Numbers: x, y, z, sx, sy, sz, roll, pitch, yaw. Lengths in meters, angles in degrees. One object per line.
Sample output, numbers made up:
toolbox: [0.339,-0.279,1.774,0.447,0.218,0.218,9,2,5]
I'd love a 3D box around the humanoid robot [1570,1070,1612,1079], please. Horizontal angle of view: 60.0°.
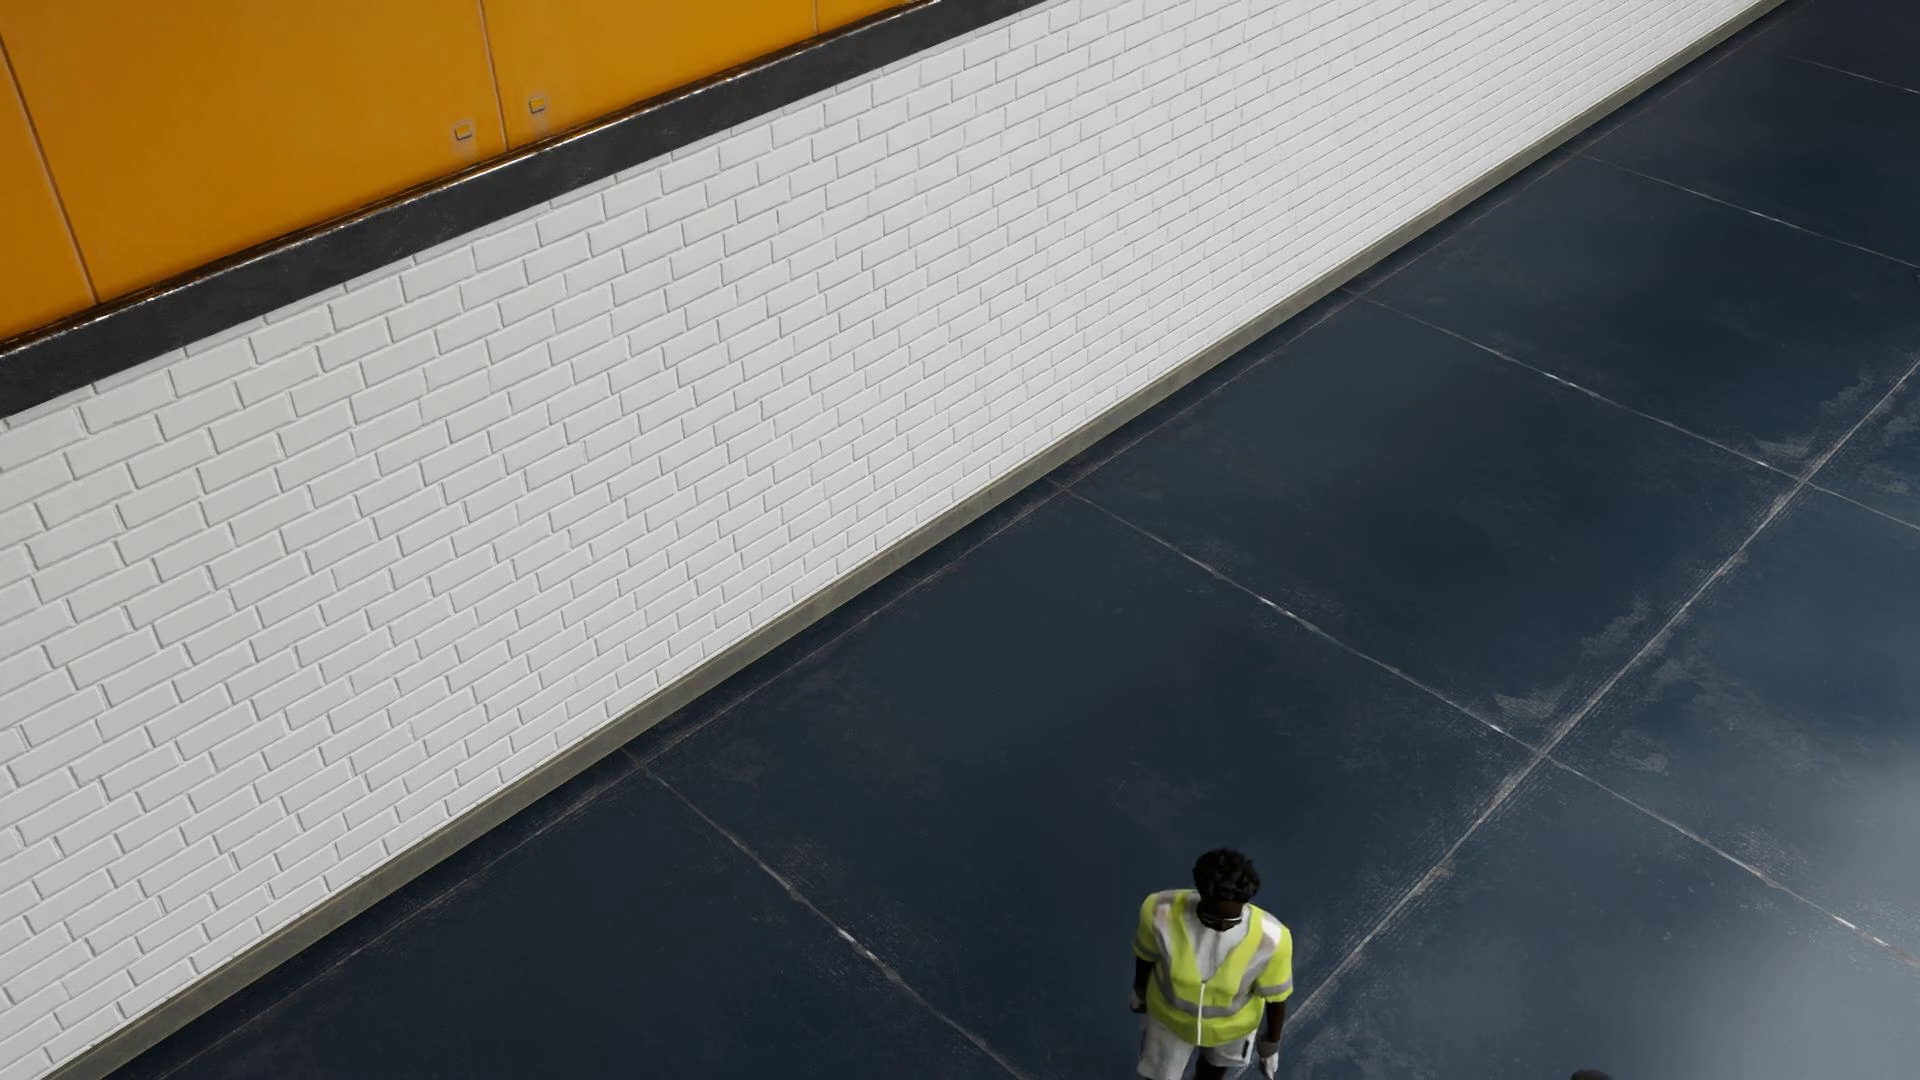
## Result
humanoid robot: [1.811,2.183,5.078,0.609,1.629,0.678,-3,39,-4]

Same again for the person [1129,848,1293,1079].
person: [0.825,1.688,5.678,0.549,1.663,0.704,8,39,10]

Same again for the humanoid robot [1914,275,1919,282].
humanoid robot: [6.823,-2.198,10.601,0.855,1.619,0.612,16,41,18]
